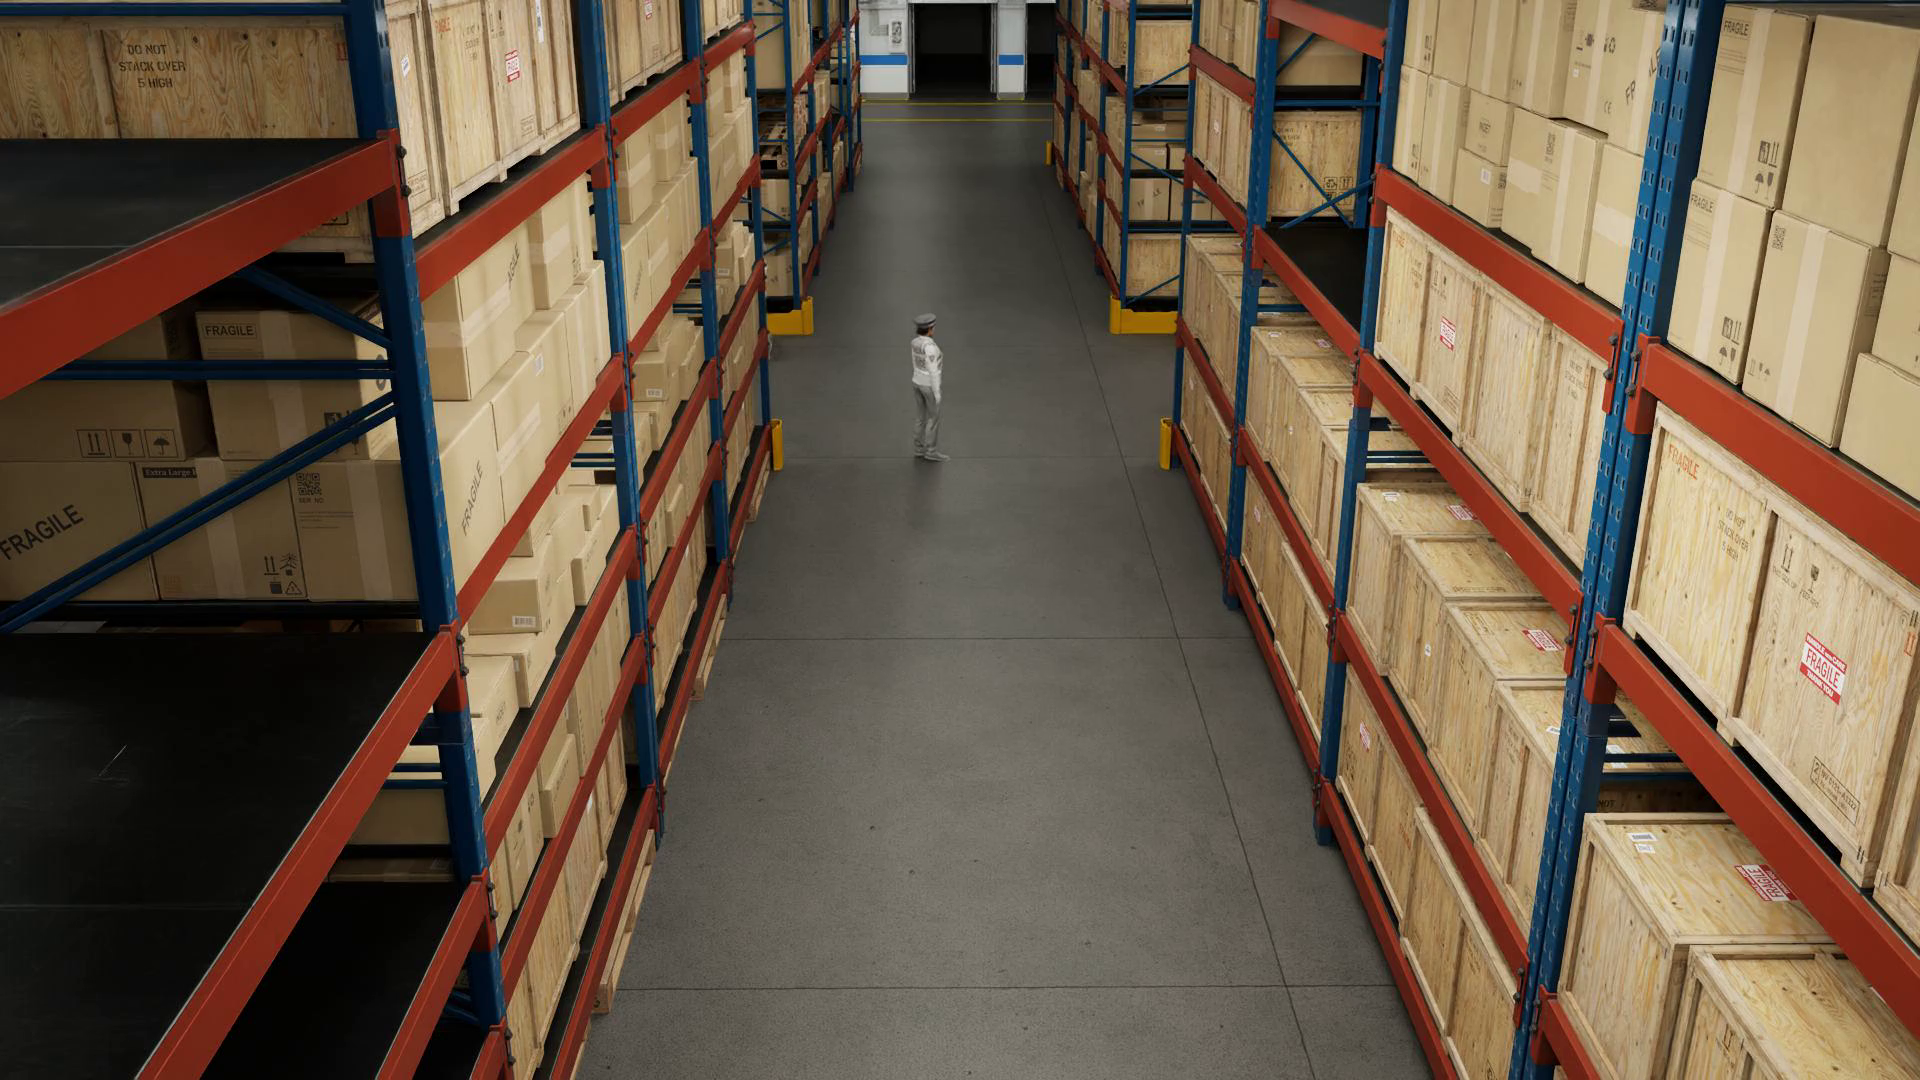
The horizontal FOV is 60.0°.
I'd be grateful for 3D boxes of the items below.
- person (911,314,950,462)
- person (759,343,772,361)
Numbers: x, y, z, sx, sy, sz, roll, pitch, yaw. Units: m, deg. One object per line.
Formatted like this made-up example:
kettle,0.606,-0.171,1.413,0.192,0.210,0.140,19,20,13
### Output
person,-0.358,-1.746,19.044,0.353,1.698,0.513,-12,24,-27
person,-2.968,-3.278,22.975,0.628,1.681,0.474,-18,28,-38
